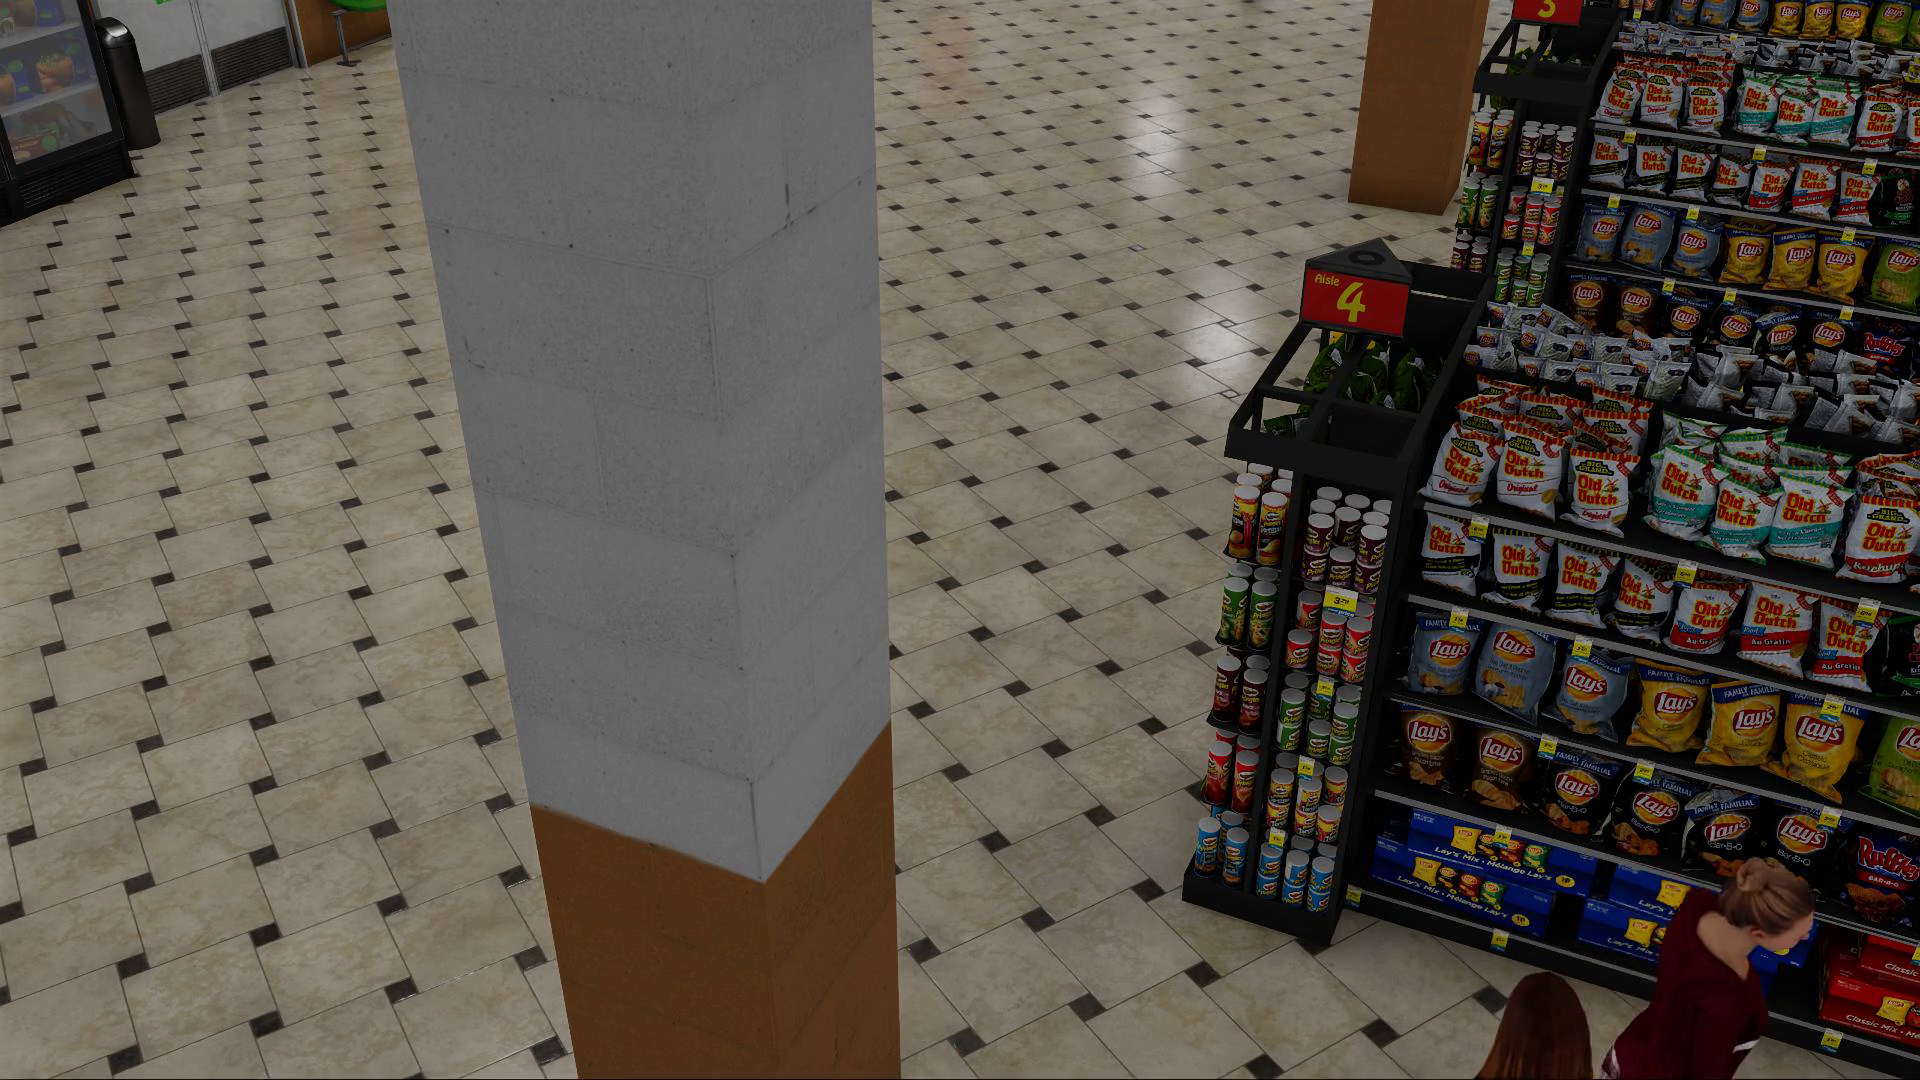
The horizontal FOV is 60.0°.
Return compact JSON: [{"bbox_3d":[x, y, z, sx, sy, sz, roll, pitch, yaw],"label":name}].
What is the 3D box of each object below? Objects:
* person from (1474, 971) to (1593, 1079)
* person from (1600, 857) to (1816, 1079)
[{"bbox_3d":[1.257,1.692,3.964,0.585,1.701,0.735,2,32,3],"label":"person"},{"bbox_3d":[1.792,1.436,4.409,1.098,1.666,0.894,1,32,1],"label":"person"}]
